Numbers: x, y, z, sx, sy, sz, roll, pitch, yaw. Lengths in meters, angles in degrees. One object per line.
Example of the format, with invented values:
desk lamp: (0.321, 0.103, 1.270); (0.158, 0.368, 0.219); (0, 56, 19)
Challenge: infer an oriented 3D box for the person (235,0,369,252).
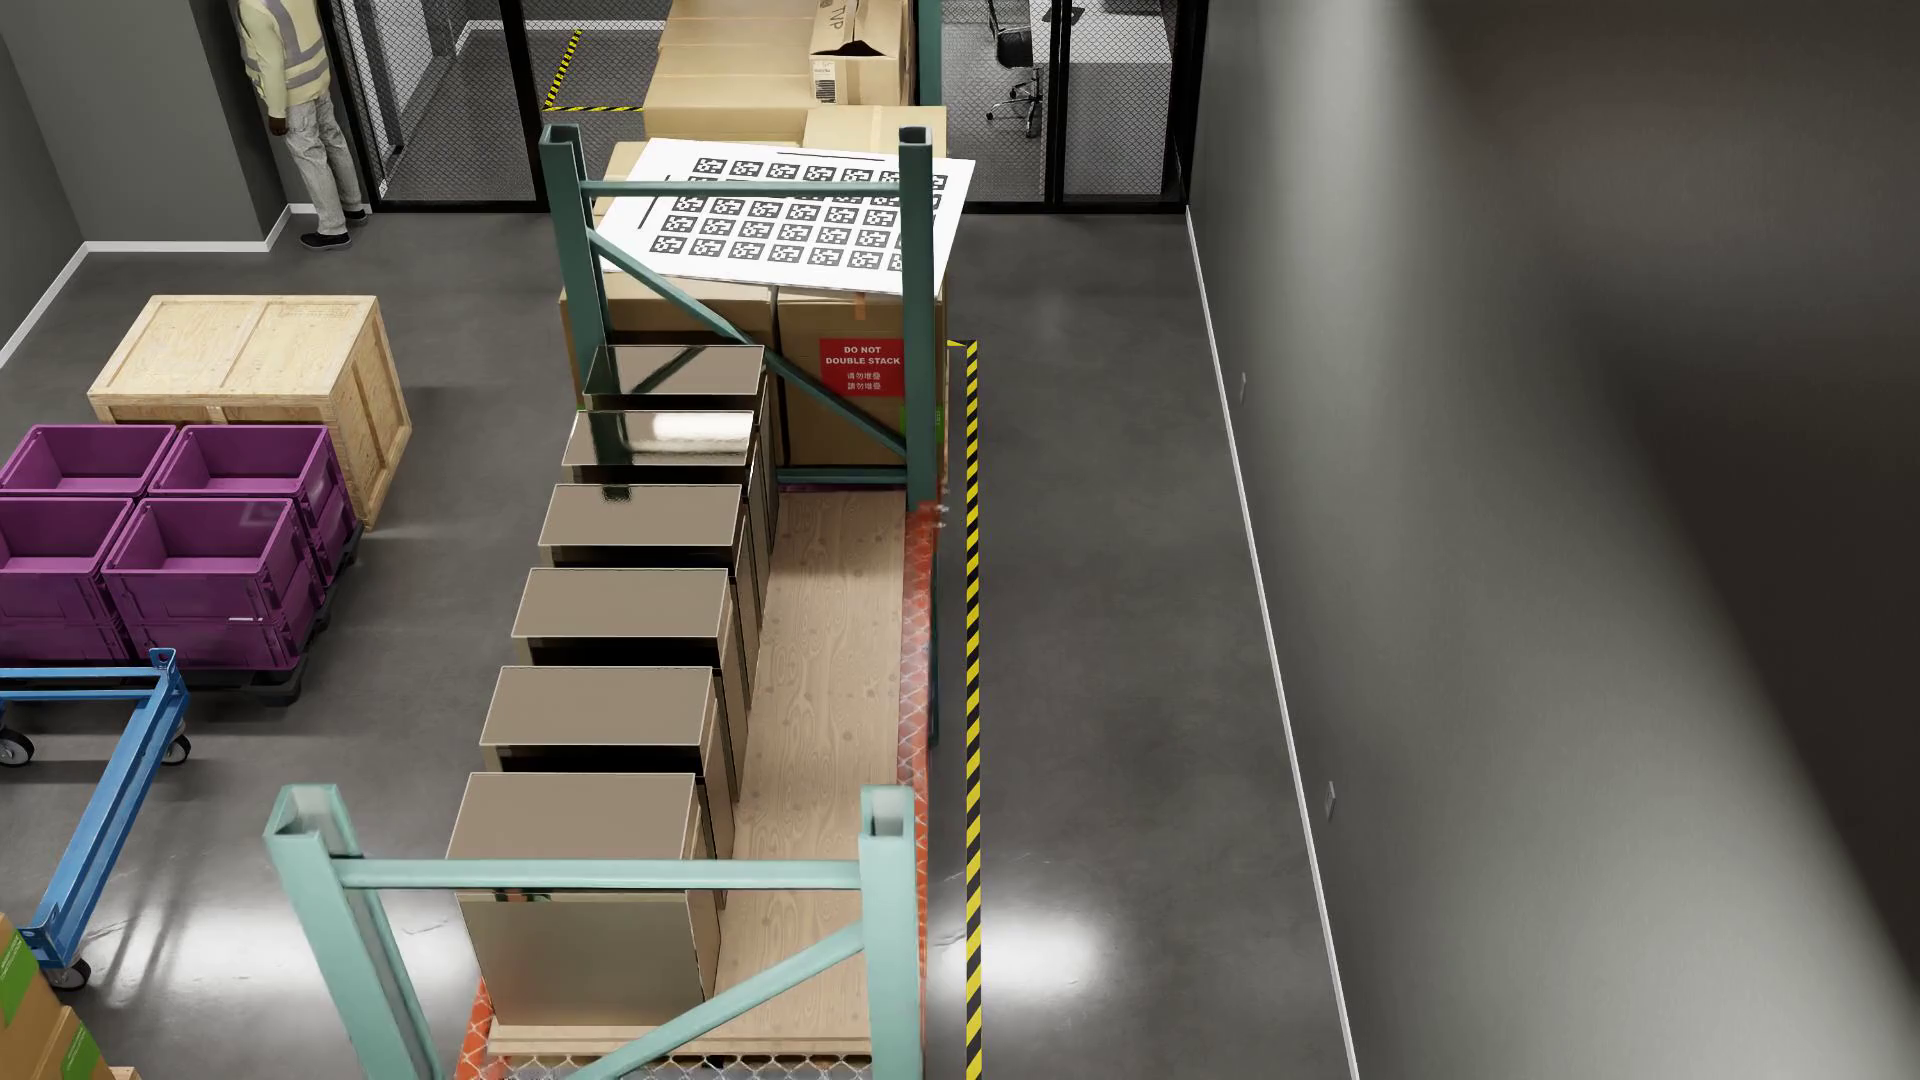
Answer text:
person: (-3.493, -2.389, 8.696); (0.404, 1.829, 0.600); (5, 41, 6)
